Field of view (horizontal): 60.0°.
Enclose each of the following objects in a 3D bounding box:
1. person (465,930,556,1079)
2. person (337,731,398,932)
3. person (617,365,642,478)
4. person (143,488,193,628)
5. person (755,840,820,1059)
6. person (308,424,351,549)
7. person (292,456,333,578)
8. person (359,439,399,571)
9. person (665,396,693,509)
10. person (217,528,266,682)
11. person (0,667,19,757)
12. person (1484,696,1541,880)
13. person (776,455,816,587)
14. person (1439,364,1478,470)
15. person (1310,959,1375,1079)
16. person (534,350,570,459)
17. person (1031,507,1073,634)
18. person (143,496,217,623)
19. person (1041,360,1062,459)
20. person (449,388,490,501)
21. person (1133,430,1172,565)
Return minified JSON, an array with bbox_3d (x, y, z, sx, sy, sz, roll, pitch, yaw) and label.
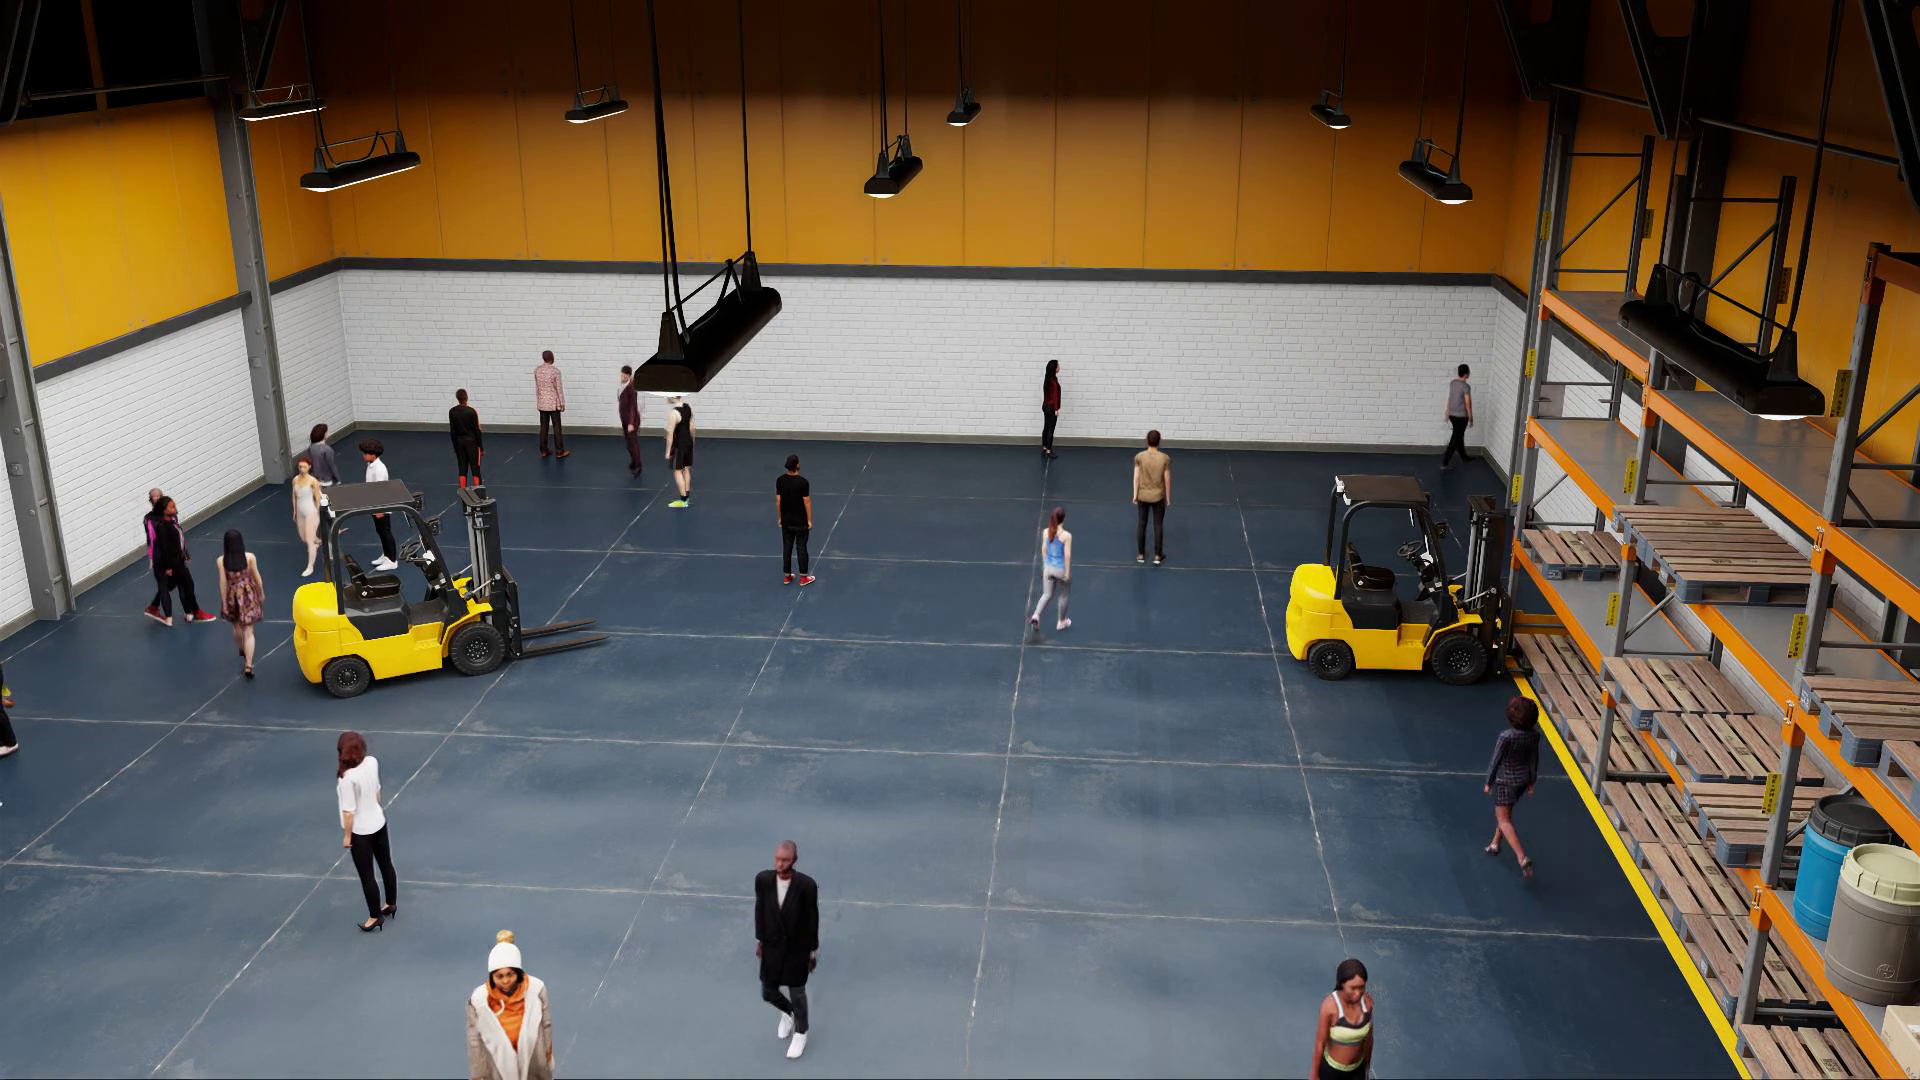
[{"bbox_3d":[-2.945,3.381,10.947,0.994,1.836,1.240,-6,20,-18],"label":"person"},{"bbox_3d":[-4.944,2.417,13.876,0.720,1.794,0.541,6,20,18],"label":"person"},{"bbox_3d":[-5.308,-1.959,26.795,0.994,1.841,0.813,-6,19,-16],"label":"person"},{"bbox_3d":[-9.809,0.197,20.536,0.652,1.750,0.707,-14,23,-36],"label":"person"},{"bbox_3d":[-1.240,2.967,12.312,0.717,1.749,0.751,5,19,13],"label":"person"},{"bbox_3d":[-9.006,-0.737,23.330,0.876,1.737,1.033,10,21,26],"label":"person"},{"bbox_3d":[-8.726,-0.354,22.373,0.688,1.621,0.944,5,19,15],"label":"person"},{"bbox_3d":[-7.851,-0.496,22.505,0.760,1.806,0.675,-12,22,-31],"label":"person"},{"bbox_3d":[-4.233,-1.438,25.199,0.875,1.872,0.681,16,24,38],"label":"person"},{"bbox_3d":[-8.145,0.757,18.884,0.919,1.743,1.125,-7,20,-20],"label":"person"},{"bbox_3d":[-10.016,1.441,17.058,0.739,1.611,0.764,11,21,29],"label":"person"},{"bbox_3d":[4.912,2.207,14.685,0.884,1.675,1.099,-7,20,-19],"label":"person"},{"bbox_3d":[-2.182,-0.270,21.914,0.679,1.756,0.621,6,20,18],"label":"person"},{"bbox_3d":[8.059,-1.978,27.045,1.001,1.717,1.109,-7,20,-19],"label":"person"},{"bbox_3d":[2.454,3.449,10.899,0.768,1.737,0.986,-5,19,-15],"label":"person"},{"bbox_3d":[-6.860,-2.275,27.794,0.734,1.801,0.677,6,20,18],"label":"person"},{"bbox_3d":[1.133,0.404,20.176,0.844,1.587,1.049,12,22,31],"label":"person"},{"bbox_3d":[-9.768,0.270,20.491,0.880,1.639,1.079,-4,19,-13],"label":"person"},{"bbox_3d":[1.502,-2.194,27.793,0.713,1.649,0.586,-6,20,-18],"label":"person"},{"bbox_3d":[-7.489,-1.430,25.276,0.614,1.809,0.519,2,19,6],"label":"person"},{"bbox_3d":[2.615,-0.597,22.739,0.698,1.848,0.609,5,19,13],"label":"person"}]
